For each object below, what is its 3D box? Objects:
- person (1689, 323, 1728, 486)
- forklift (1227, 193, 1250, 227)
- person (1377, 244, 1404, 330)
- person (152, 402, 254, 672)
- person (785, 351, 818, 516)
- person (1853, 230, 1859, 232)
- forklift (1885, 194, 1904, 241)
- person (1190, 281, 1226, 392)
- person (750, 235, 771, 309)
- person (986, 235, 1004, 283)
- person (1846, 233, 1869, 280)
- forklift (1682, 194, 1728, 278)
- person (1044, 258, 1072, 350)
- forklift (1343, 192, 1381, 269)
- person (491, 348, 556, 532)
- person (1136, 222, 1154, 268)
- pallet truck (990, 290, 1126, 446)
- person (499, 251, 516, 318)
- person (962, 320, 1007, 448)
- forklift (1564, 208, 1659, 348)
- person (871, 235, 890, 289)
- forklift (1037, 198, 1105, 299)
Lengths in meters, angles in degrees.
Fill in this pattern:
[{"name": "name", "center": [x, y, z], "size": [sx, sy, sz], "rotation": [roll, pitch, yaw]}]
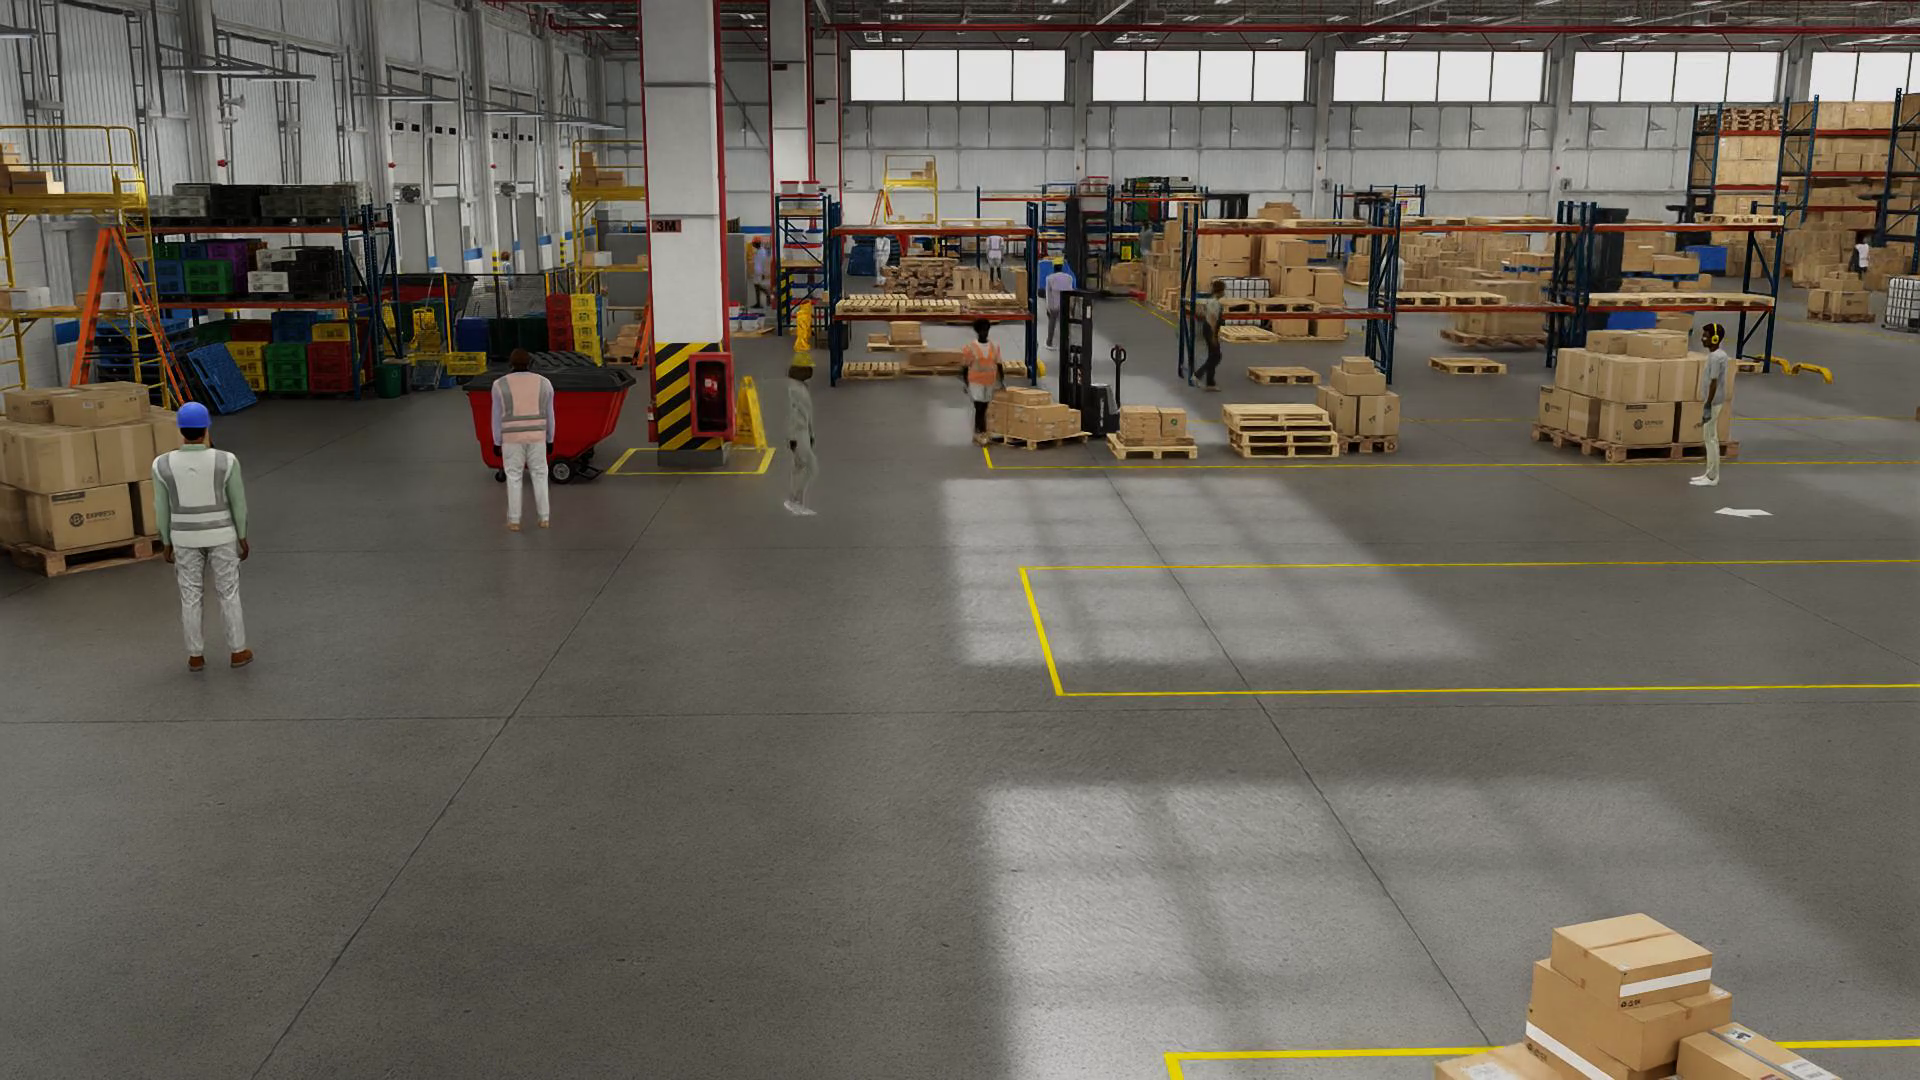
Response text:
[{"name": "person", "center": [8.590, -1.546, 19.028], "size": [0.331, 1.862, 0.506], "rotation": [6, 14, 26]}, {"name": "forklift", "center": [9.411, -10.335, 56.383], "size": [1.873, 2.768, 1.129], "rotation": [11, 16, 40]}, {"name": "person", "center": [9.753, -5.747, 37.815], "size": [0.628, 1.939, 0.374], "rotation": [3, 13, 13]}, {"name": "person", "center": [-5.415, -0.018, 11.925], "size": [0.610, 1.947, 0.388], "rotation": [-4, 13, -16]}, {"name": "person", "center": [-1.626, -1.088, 17.239], "size": [0.374, 1.727, 0.511], "rotation": [2, 13, 7]}, {"name": "person", "center": [29.650, -9.457, 55.239], "size": [0.314, 1.641, 0.515], "rotation": [-9, 15, -35]}, {"name": "forklift", "center": [30.166, -9.758, 53.780], "size": [1.873, 2.768, 1.129], "rotation": [1, 13, 4]}, {"name": "person", "center": [4.088, -3.312, 27.107], "size": [0.496, 1.810, 0.606], "rotation": [1, 13, 3]}, {"name": "person", "center": [-5.233, -7.029, 43.642], "size": [0.501, 1.919, 0.564], "rotation": [-7, 15, -30]}, {"name": "person", "center": [1.075, -8.772, 51.475], "size": [0.550, 1.935, 0.376], "rotation": [-2, 13, -7]}, {"name": "person", "center": [24.765, -7.556, 46.066], "size": [0.631, 1.893, 0.761], "rotation": [-9, 15, -34]}, {"name": "forklift", "center": [24.878, -10.269, 56.087], "size": [1.129, 2.768, 1.873], "rotation": [-4, 13, -18]}, {"name": "person", "center": [1.956, -4.682, 33.161], "size": [0.582, 1.868, 0.978], "rotation": [-3, 13, -13]}, {"name": "forklift", "center": [14.673, -11.186, 60.224], "size": [1.129, 2.768, 1.873], "rotation": [0, 12, -2]}, {"name": "person", "center": [-4.362, -1.001, 16.647], "size": [0.627, 1.833, 0.429], "rotation": [-7, 14, -28]}, {"name": "person", "center": [6.281, -9.868, 56.557], "size": [1.040, 1.885, 0.653], "rotation": [-8, 15, -33]}, {"name": "pallet truck", "center": [1.257, -2.299, 22.111], "size": [1.885, 1.965, 0.823], "rotation": [-9, 15, -35]}, {"name": "person", "center": [-11.144, -6.259, 40.830], "size": [0.314, 1.634, 0.515], "rotation": [-10, 16, -37]}, {"name": "person", "center": [0.324, -2.046, 21.731], "size": [0.547, 1.645, 0.857], "rotation": [-6, 14, -25]}, {"name": "forklift", "center": [13.118, -5.322, 33.750], "size": [1.873, 2.768, 1.129], "rotation": [0, 12, -2]}, {"name": "person", "center": [-2.405, -8.649, 51.121], "size": [0.619, 1.858, 0.359], "rotation": [8, 15, 32]}, {"name": "forklift", "center": [3.114, -8.205, 46.768], "size": [1.873, 2.768, 1.129], "rotation": [0, 12, -2]}]
